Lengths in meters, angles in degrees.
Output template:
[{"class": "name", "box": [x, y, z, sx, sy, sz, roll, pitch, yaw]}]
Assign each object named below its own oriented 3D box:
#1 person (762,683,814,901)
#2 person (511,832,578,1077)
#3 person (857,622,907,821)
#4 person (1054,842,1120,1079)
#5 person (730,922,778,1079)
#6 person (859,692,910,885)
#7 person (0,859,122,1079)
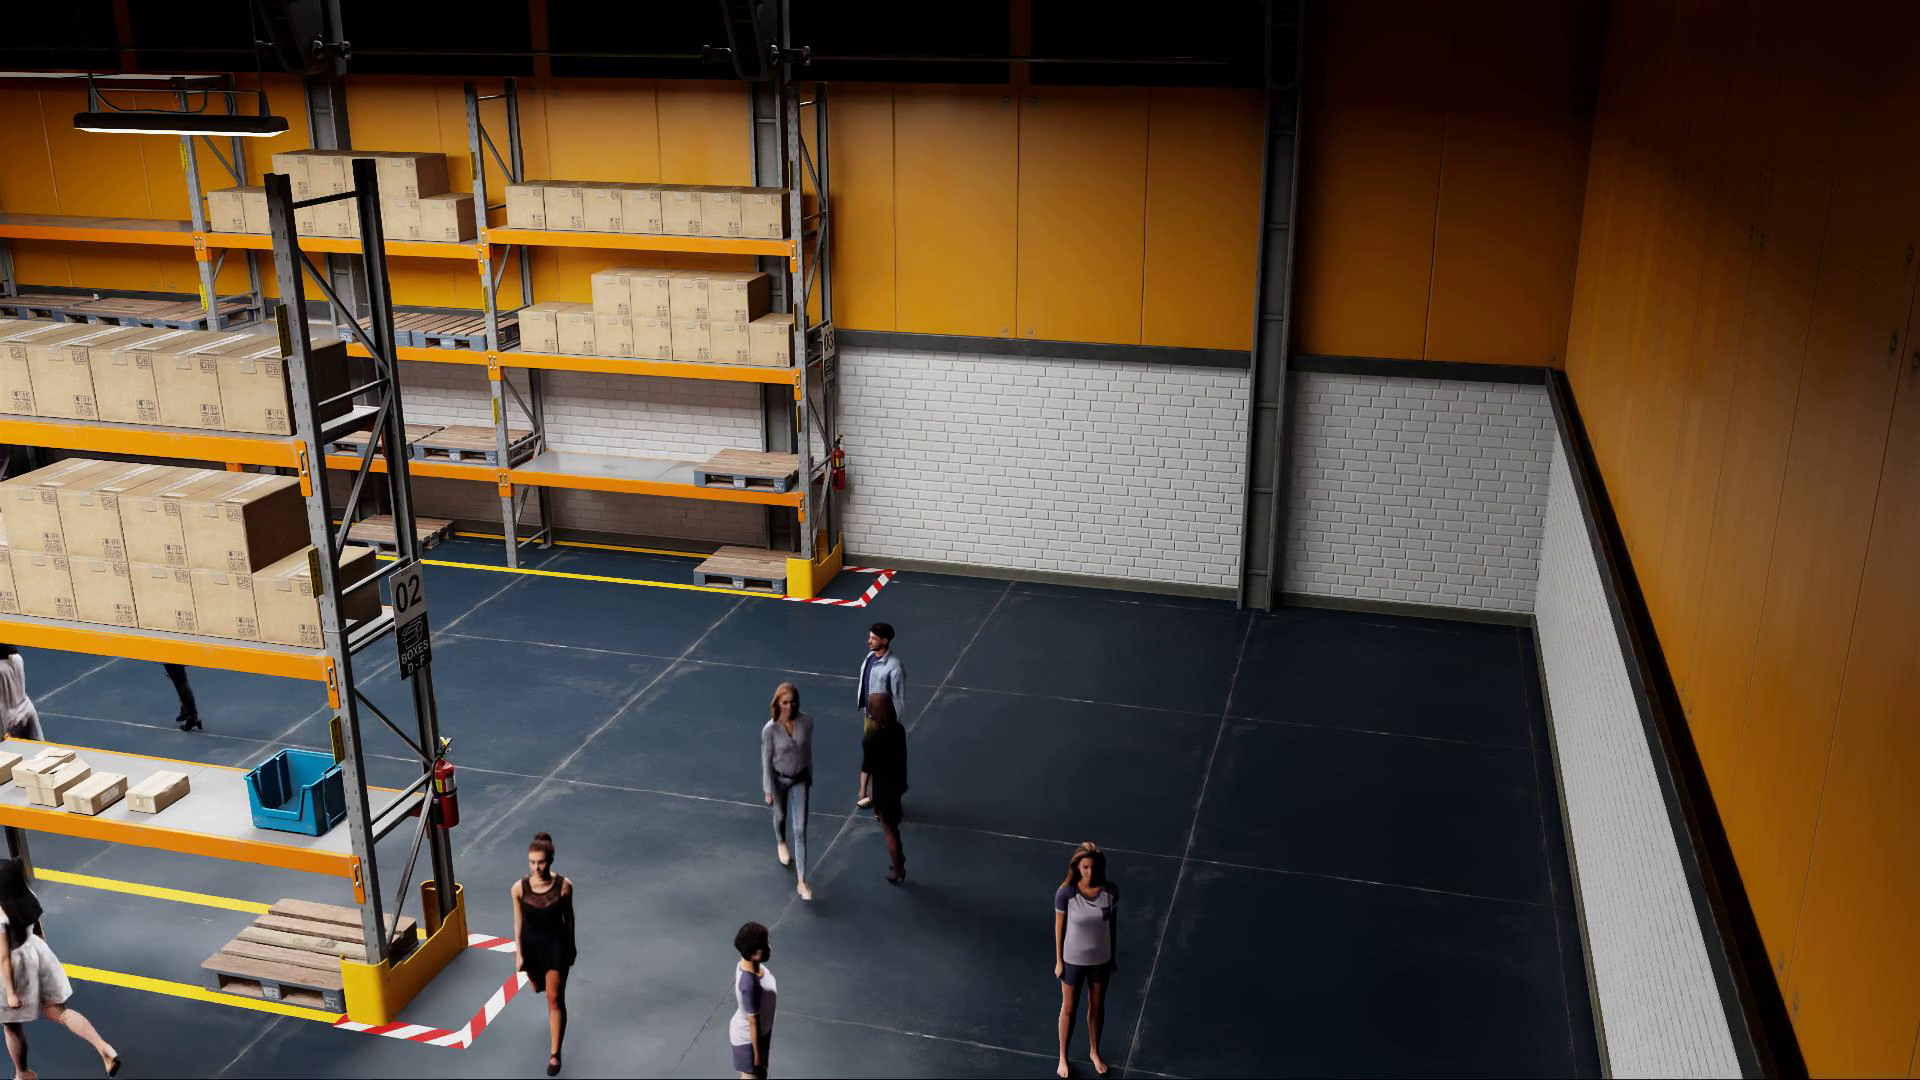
[{"class": "person", "box": [-1.439, 1.988, 13.665, 1.196, 1.740, 1.135, -7, 20, -19]}, {"class": "person", "box": [-2.849, 2.773, 11.480, 1.064, 1.647, 0.843, -1, 19, -3]}, {"class": "person", "box": [-0.688, 1.581, 14.762, 0.820, 1.811, 0.739, -12, 22, -32]}, {"class": "person", "box": [0.846, 2.812, 11.231, 0.616, 1.733, 0.733, -3, 19, -9]}, {"class": "person", "box": [-1.311, 3.129, 10.552, 0.653, 1.565, 0.643, -3, 19, -9]}, {"class": "person", "box": [-0.525, 2.060, 13.529, 0.693, 1.691, 0.673, 14, 23, 36]}, {"class": "person", "box": [-6.045, 2.905, 10.929, 1.122, 1.749, 0.699, 2, 19, 7]}]
